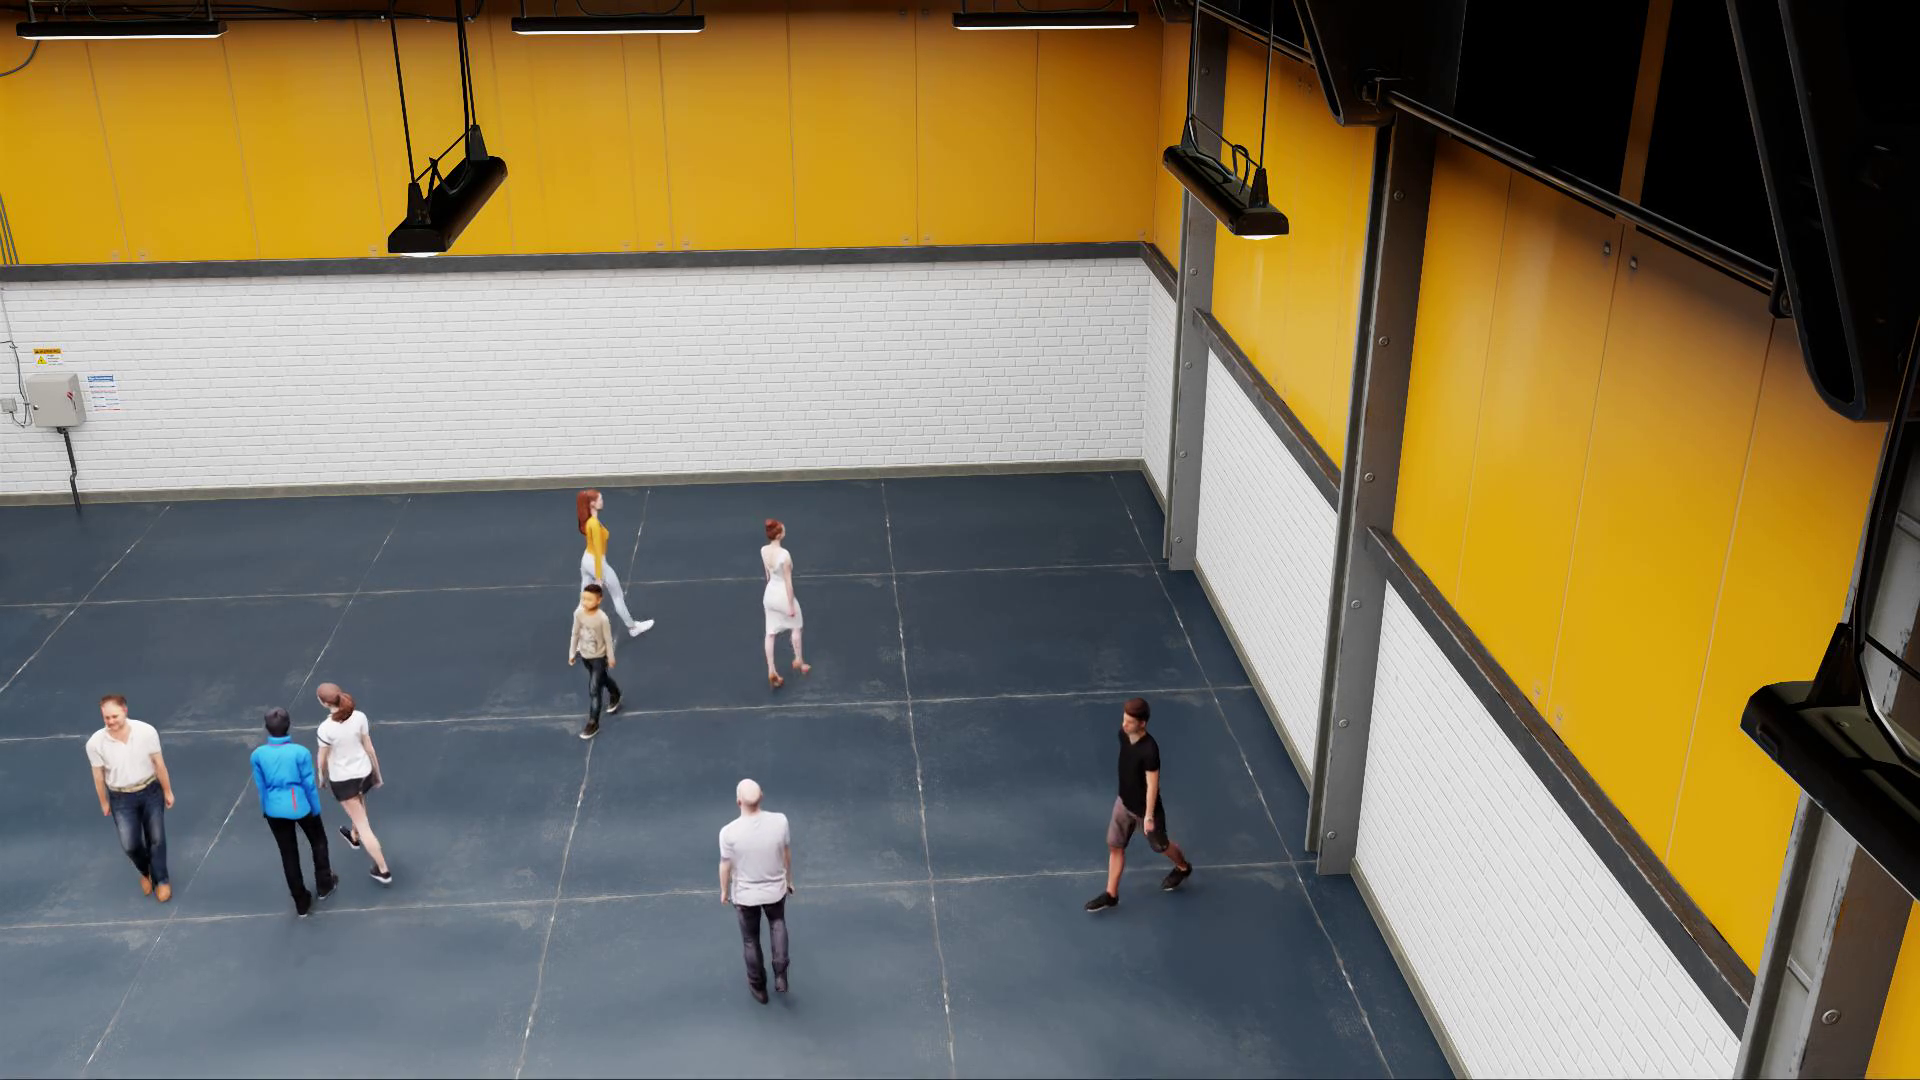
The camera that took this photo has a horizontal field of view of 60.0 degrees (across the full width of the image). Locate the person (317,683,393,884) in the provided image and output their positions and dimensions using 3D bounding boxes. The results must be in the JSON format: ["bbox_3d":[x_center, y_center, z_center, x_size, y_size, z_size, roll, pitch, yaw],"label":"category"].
[{"bbox_3d":[-4.800,1.973,13.240,1.123,1.701,1.036,20,31,38],"label":"person"}]

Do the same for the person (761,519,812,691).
[{"bbox_3d":[-1.832,0.647,16.179,0.821,1.777,0.881,19,30,36],"label":"person"}]

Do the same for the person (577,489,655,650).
[{"bbox_3d":[-3.799,0.334,16.979,0.987,1.710,1.094,-14,27,-29],"label":"person"}]

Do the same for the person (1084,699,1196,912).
[{"bbox_3d":[1.486,2.033,12.947,1.102,1.826,1.274,-13,27,-27],"label":"person"}]

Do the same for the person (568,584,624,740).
[{"bbox_3d":[-3.393,1.062,15.649,0.877,1.440,1.071,11,26,23],"label":"person"}]

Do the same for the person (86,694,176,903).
[{"bbox_3d":[-6.476,1.966,13.088,0.793,1.837,0.808,-11,26,-23],"label":"person"}]

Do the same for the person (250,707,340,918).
[{"bbox_3d":[-5.161,2.131,12.777,0.655,1.783,0.685,-4,24,-10],"label":"person"}]

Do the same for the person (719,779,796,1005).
[{"bbox_3d":[-1.404,2.539,11.788,0.780,1.826,0.786,-9,25,-20],"label":"person"}]
